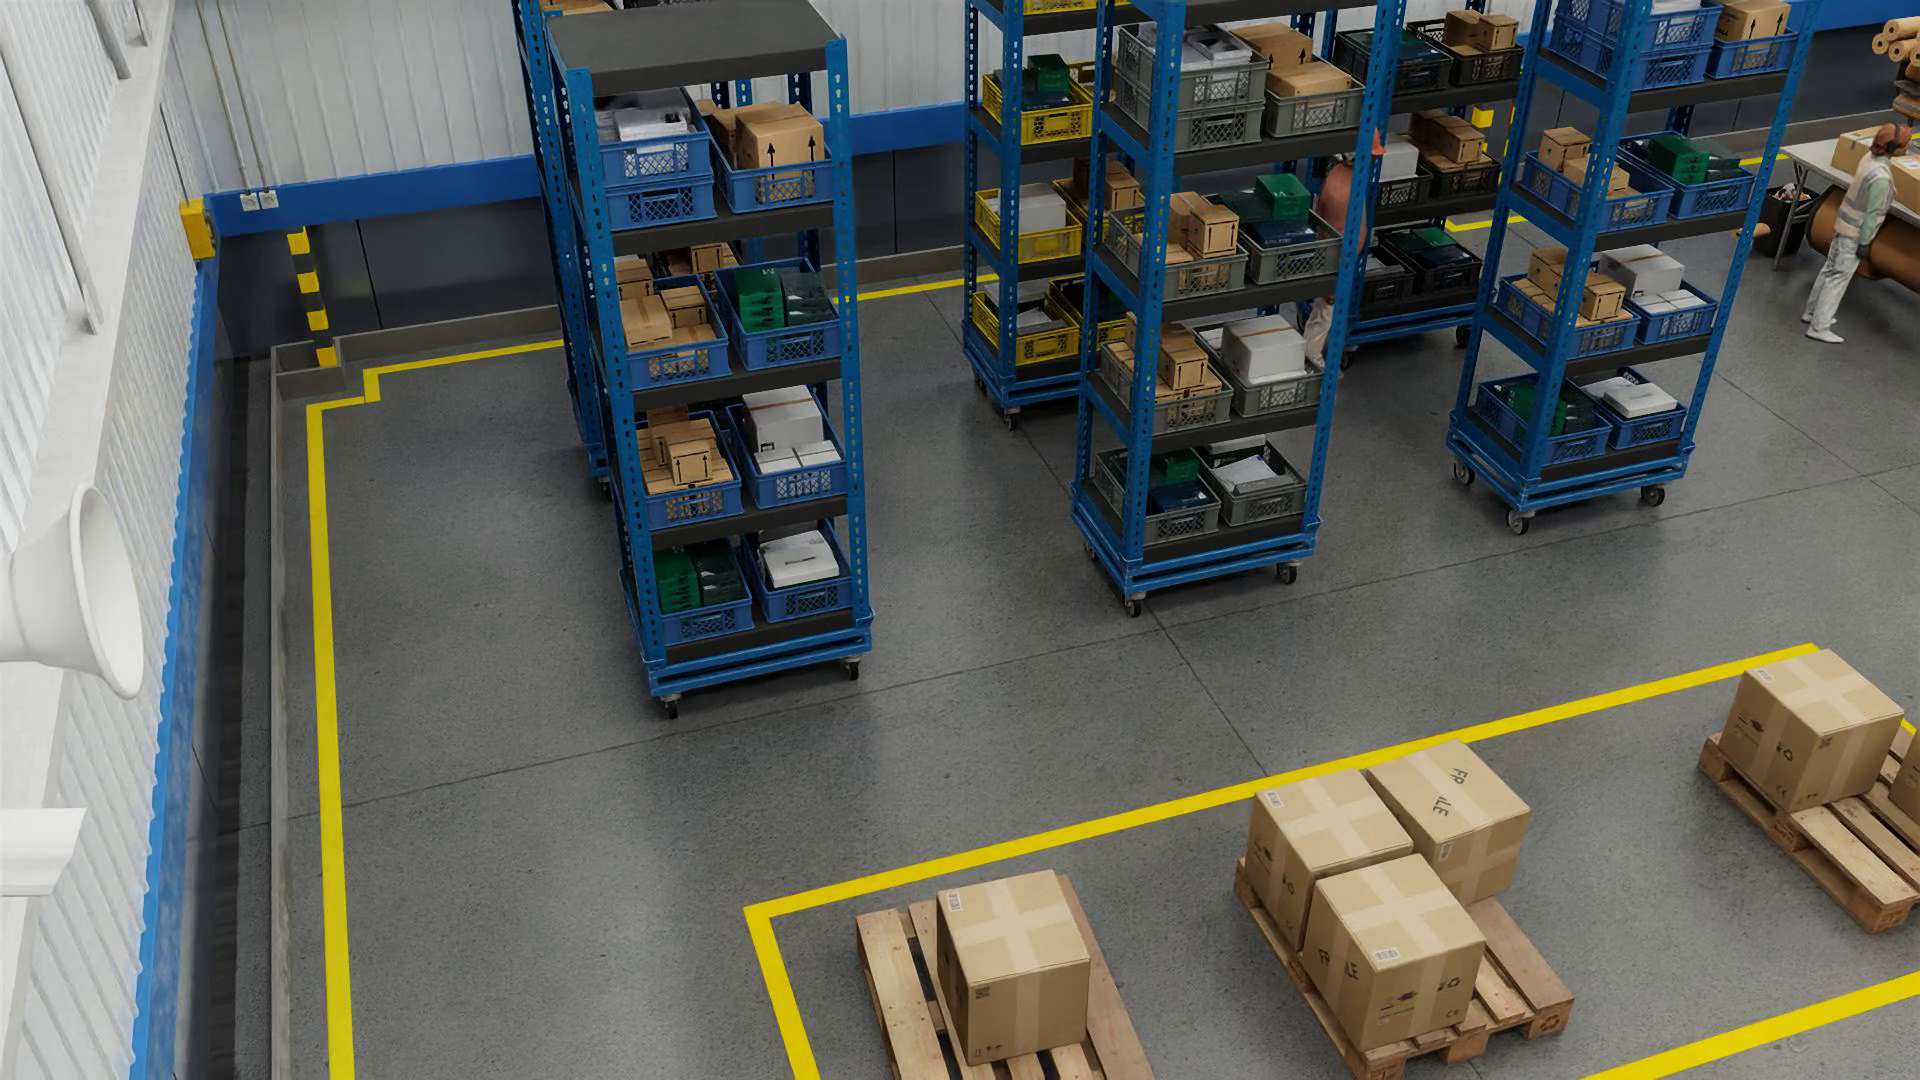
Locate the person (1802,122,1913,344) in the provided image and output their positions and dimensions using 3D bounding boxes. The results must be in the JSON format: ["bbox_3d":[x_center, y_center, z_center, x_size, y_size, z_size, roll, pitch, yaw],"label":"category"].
[{"bbox_3d":[6.475,-2.226,12.017,0.315,1.632,0.515,9,36,12],"label":"person"}]

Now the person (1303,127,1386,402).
[{"bbox_3d":[2.544,-1.861,11.194,0.401,1.986,0.612,11,37,16],"label":"person"}]
